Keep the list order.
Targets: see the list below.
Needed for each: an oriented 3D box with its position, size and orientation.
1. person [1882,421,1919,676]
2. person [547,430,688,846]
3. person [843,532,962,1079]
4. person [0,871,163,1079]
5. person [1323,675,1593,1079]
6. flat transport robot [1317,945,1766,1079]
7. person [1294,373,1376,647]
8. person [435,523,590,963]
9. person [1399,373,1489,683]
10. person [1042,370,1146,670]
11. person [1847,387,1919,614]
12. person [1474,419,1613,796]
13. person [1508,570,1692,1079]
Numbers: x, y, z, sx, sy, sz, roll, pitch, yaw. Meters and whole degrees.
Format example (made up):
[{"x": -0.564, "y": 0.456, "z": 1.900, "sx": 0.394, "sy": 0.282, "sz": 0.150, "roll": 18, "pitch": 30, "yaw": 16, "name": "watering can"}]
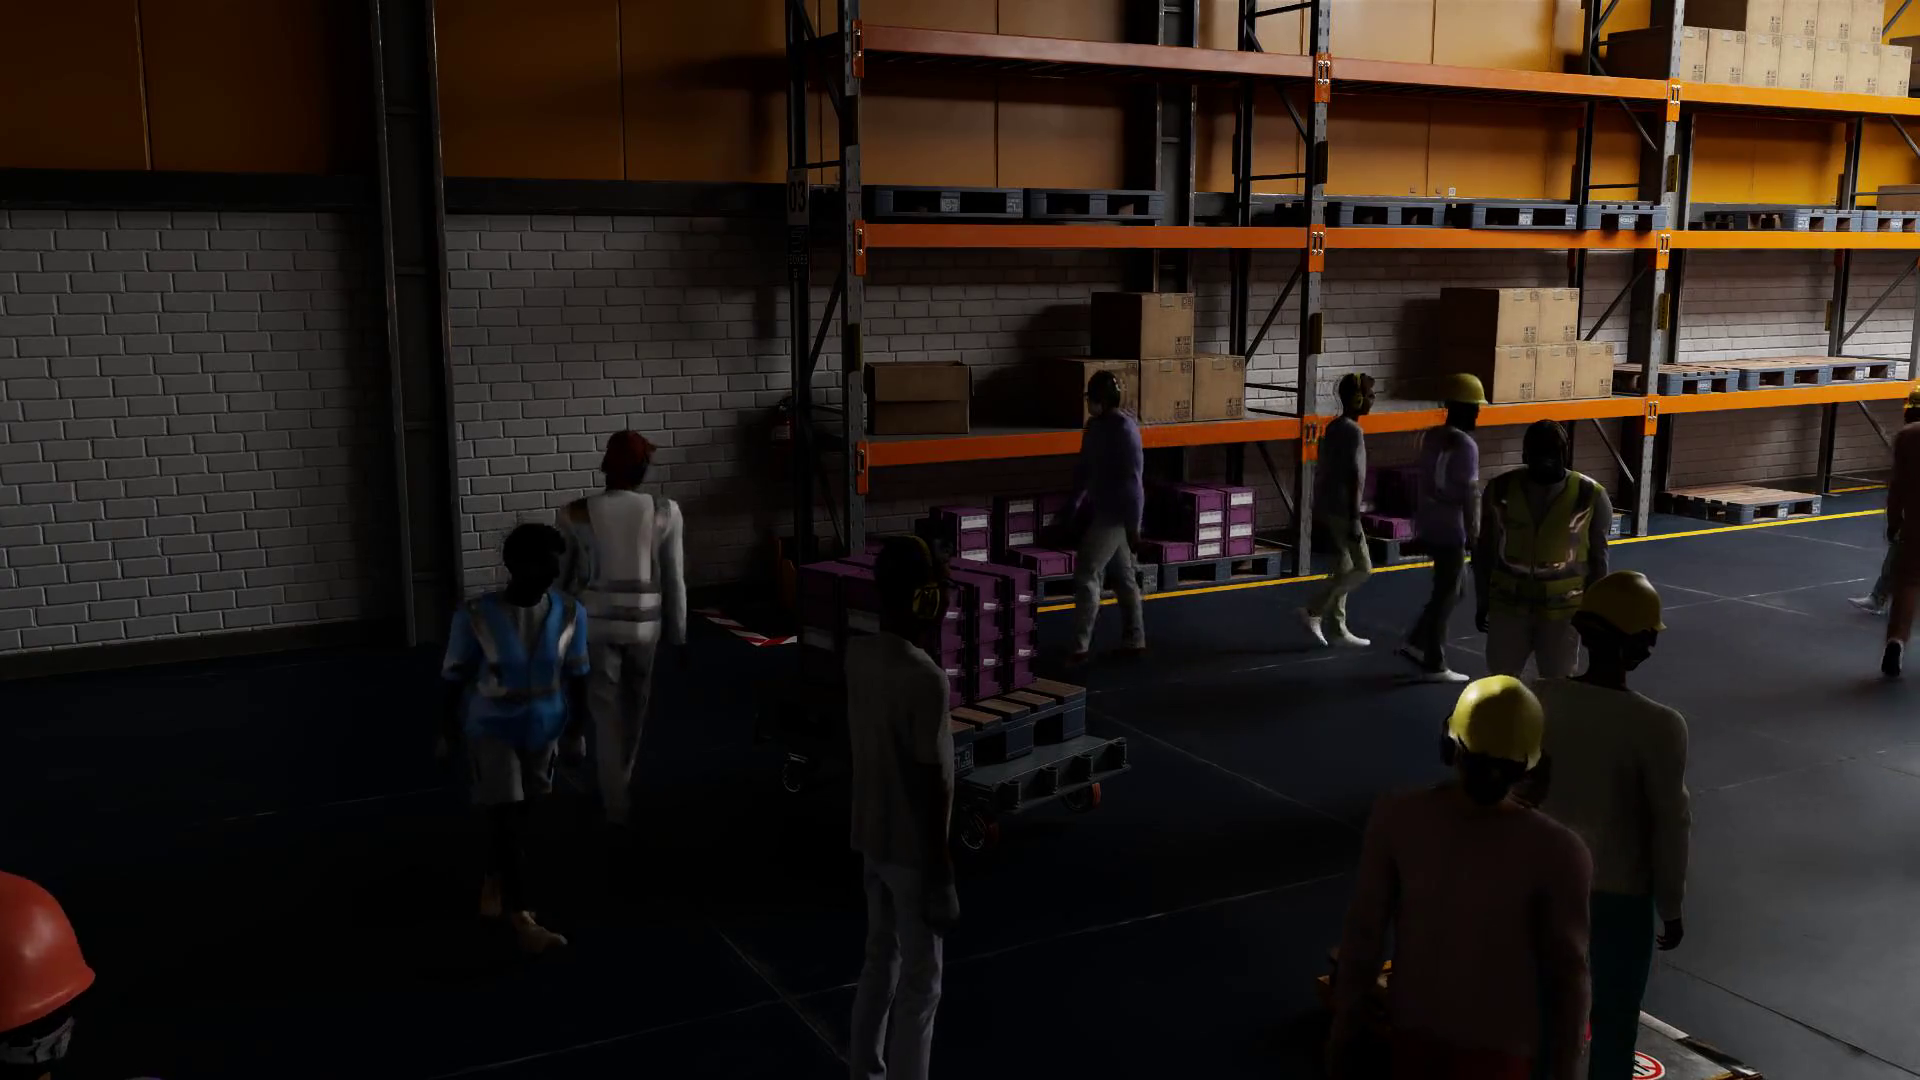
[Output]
[{"x": 6.098, "y": -0.073, "z": 10.349, "sx": 0.664, "sy": 1.879, "sz": 0.868, "roll": 8, "pitch": 13, "yaw": 39, "name": "person"}, {"x": -1.609, "y": 0.406, "z": 7.698, "sx": 0.647, "sy": 1.826, "sz": 0.970, "roll": -3, "pitch": 10, "yaw": -17, "name": "person"}, {"x": -0.148, "y": 0.902, "z": 4.771, "sx": 0.315, "sy": 1.861, "sz": 0.503, "roll": -6, "pitch": 11, "yaw": -31, "name": "person"}, {"x": -1.156, "y": 1.331, "z": 2.083, "sx": 0.366, "sy": 1.934, "sz": 0.553, "roll": 2, "pitch": 10, "yaw": 9, "name": "person"}, {"x": 1.165, "y": 1.130, "z": 3.871, "sx": 0.523, "sy": 1.715, "sz": 0.872, "roll": 9, "pitch": 13, "yaw": 41, "name": "person"}, {"x": 1.839, "y": 1.603, "z": 5.306, "sx": 0.652, "sy": 0.197, "sz": 1.431, "roll": -4, "pitch": 11, "yaw": -24, "name": "flat transport robot"}, {"x": 2.517, "y": -0.176, "z": 11.014, "sx": 0.458, "sy": 1.847, "sz": 0.541, "roll": -1, "pitch": 10, "yaw": -5, "name": "person"}, {"x": -1.688, "y": 0.738, "z": 6.333, "sx": 0.583, "sy": 1.629, "sz": 0.887, "roll": -7, "pitch": 12, "yaw": -34, "name": "person"}, {"x": 2.993, "y": -0.058, "z": 10.134, "sx": 0.409, "sy": 1.909, "sz": 0.602, "roll": -1, "pitch": 10, "yaw": -5, "name": "person"}, {"x": 0.837, "y": -0.122, "z": 10.532, "sx": 0.865, "sy": 1.897, "sz": 0.665, "roll": -2, "pitch": 10, "yaw": -10, "name": "person"}, {"x": 6.882, "y": -0.253, "z": 11.914, "sx": 0.869, "sy": 1.689, "sz": 0.495, "roll": -1, "pitch": 10, "yaw": -4, "name": "person"}, {"x": 2.818, "y": 0.329, "z": 8.120, "sx": 0.624, "sy": 1.844, "sz": 0.430, "roll": 5, "pitch": 11, "yaw": 27, "name": "person"}, {"x": 1.812, "y": 0.957, "z": 4.723, "sx": 0.324, "sy": 1.767, "sz": 0.533, "roll": -8, "pitch": 12, "yaw": -37, "name": "person"}]
